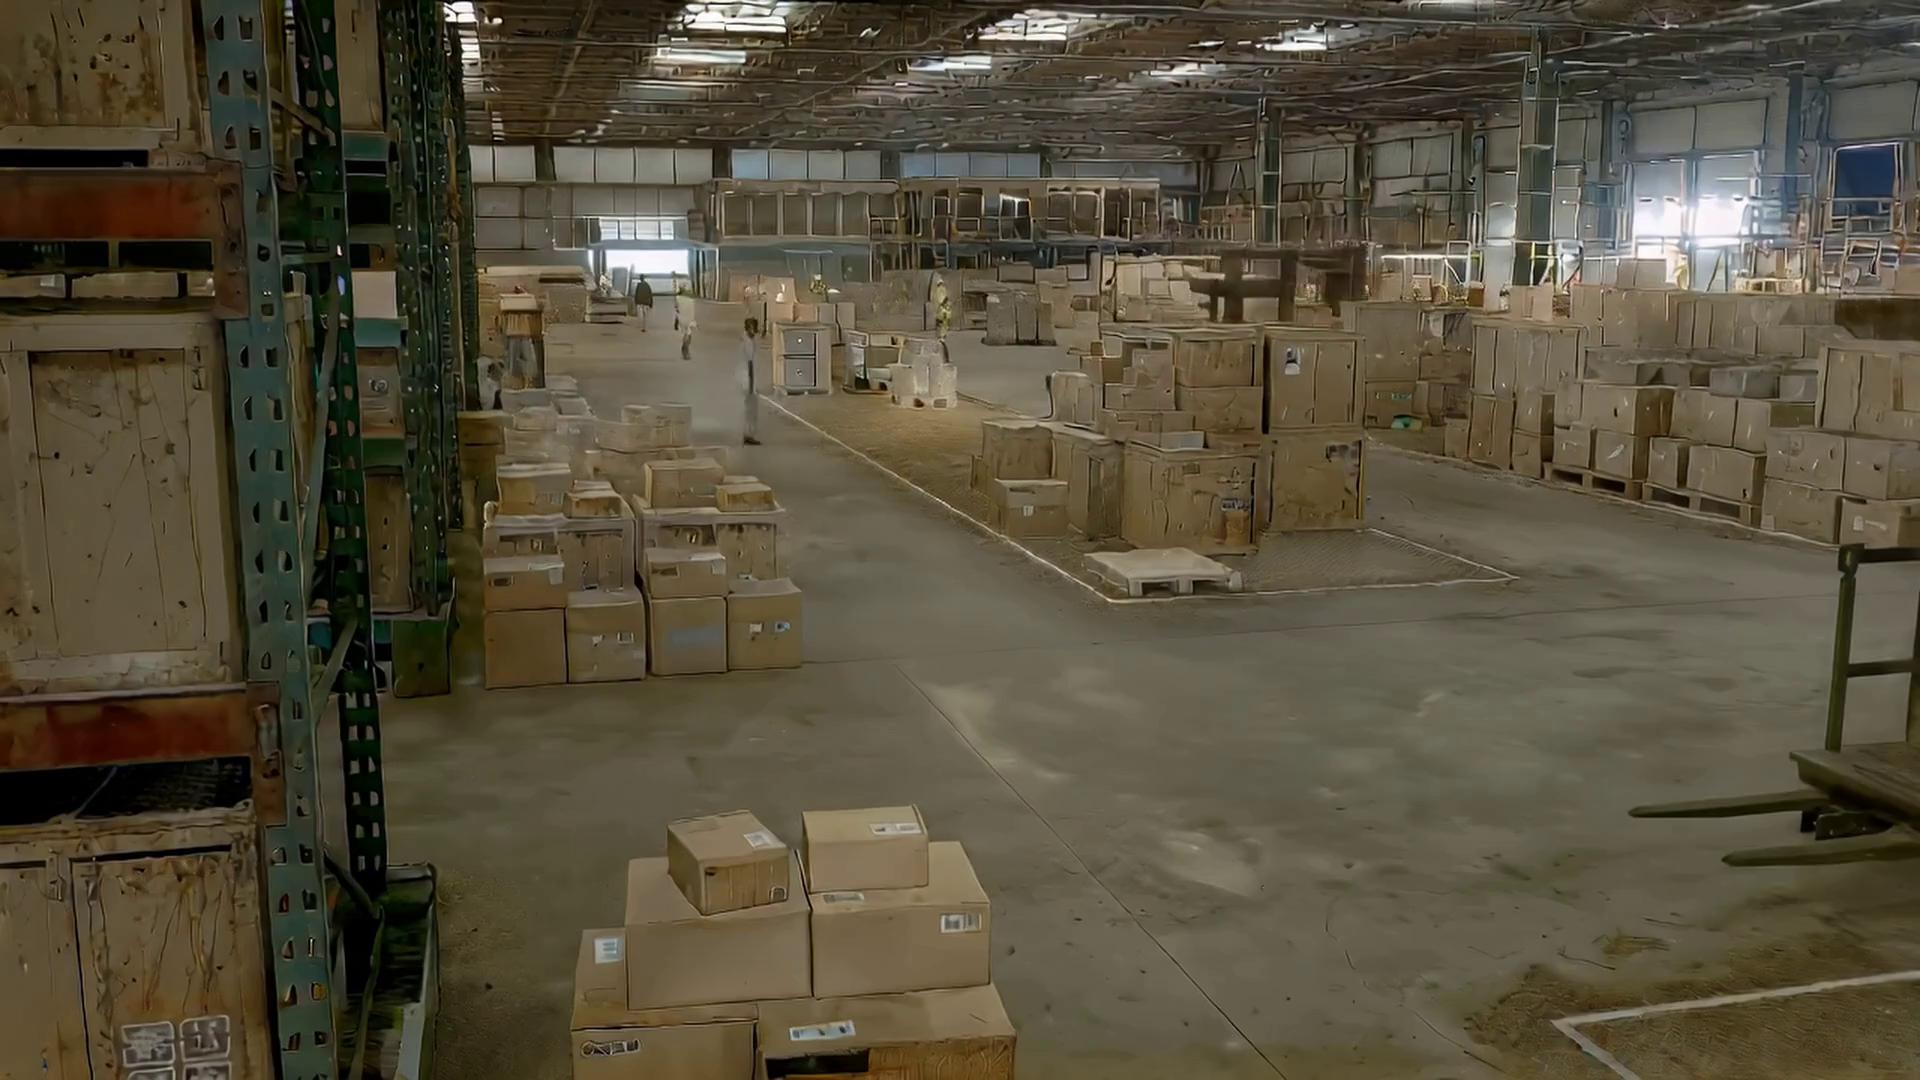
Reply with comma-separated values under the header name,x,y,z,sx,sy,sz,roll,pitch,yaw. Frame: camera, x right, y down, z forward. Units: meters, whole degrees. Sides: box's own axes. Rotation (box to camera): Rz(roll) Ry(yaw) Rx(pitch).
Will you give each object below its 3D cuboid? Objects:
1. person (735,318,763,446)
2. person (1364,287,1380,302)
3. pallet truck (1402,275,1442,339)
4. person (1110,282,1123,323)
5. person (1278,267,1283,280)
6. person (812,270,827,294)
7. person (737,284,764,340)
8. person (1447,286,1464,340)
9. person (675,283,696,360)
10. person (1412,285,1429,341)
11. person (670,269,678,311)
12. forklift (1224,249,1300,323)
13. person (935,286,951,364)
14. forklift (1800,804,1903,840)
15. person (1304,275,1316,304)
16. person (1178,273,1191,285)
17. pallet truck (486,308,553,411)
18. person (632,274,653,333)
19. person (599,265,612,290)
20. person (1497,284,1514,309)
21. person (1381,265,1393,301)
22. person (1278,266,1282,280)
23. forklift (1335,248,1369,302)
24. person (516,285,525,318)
name,x,y,z,sx,sy,sz,roll,pitch,yaw
person,-3.029,-2.267,23.951,0.488,1.843,0.532,-7,12,-36
person,9.780,-5.128,40.029,0.765,1.896,0.403,-2,10,-12
pallet truck,14.620,-7.324,52.145,0.823,1.965,1.885,8,13,40
person,4.648,-6.626,48.656,0.824,1.834,0.528,9,13,42
person,16.815,-13.593,88.081,0.621,1.845,0.429,-1,10,-6
person,-4.917,-8.446,58.378,0.538,2.000,0.681,-4,11,-21
person,-6.457,-7.013,51.113,0.797,1.732,0.526,3,10,15
person,15.242,-6.987,51.222,0.542,1.668,0.804,5,11,26
person,-6.957,-5.542,42.241,0.562,1.927,0.404,3,10,15
person,13.893,-6.852,50.258,0.670,1.706,0.503,-4,11,-19
person,-12.670,-11.075,73.703,0.355,1.886,0.572,-1,10,-3
forklift,3.881,-2.366,21.571,1.129,2.768,1.873,-3,10,-16
person,-0.391,-4.825,38.082,0.371,1.966,0.608,-1,10,-3
forklift,5.118,0.112,7.538,1.873,2.768,1.129,-3,10,-15
person,11.284,-7.544,53.562,0.372,1.940,0.632,8,13,37
person,8.358,-8.909,61.427,0.643,1.904,0.971,2,10,11
pallet truck,-6.242,-2.418,24.362,0.823,1.965,1.885,1,10,3
person,-10.548,-7.870,55.342,0.620,1.960,0.875,2,10,13
person,-15.622,-11.097,73.399,0.650,2.039,0.390,1,10,4
person,14.552,-5.872,44.269,0.592,1.880,0.971,-1,10,-4
person,20.750,-12.368,80.846,0.605,1.949,0.401,7,12,36
person,16.374,-13.249,85.996,0.594,1.900,0.886,-2,10,-12
forklift,9.103,-5.403,38.769,1.873,2.768,1.129,-3,10,-15
person,-13.740,-7.198,52.386,0.848,1.654,0.536,-3,10,-16
